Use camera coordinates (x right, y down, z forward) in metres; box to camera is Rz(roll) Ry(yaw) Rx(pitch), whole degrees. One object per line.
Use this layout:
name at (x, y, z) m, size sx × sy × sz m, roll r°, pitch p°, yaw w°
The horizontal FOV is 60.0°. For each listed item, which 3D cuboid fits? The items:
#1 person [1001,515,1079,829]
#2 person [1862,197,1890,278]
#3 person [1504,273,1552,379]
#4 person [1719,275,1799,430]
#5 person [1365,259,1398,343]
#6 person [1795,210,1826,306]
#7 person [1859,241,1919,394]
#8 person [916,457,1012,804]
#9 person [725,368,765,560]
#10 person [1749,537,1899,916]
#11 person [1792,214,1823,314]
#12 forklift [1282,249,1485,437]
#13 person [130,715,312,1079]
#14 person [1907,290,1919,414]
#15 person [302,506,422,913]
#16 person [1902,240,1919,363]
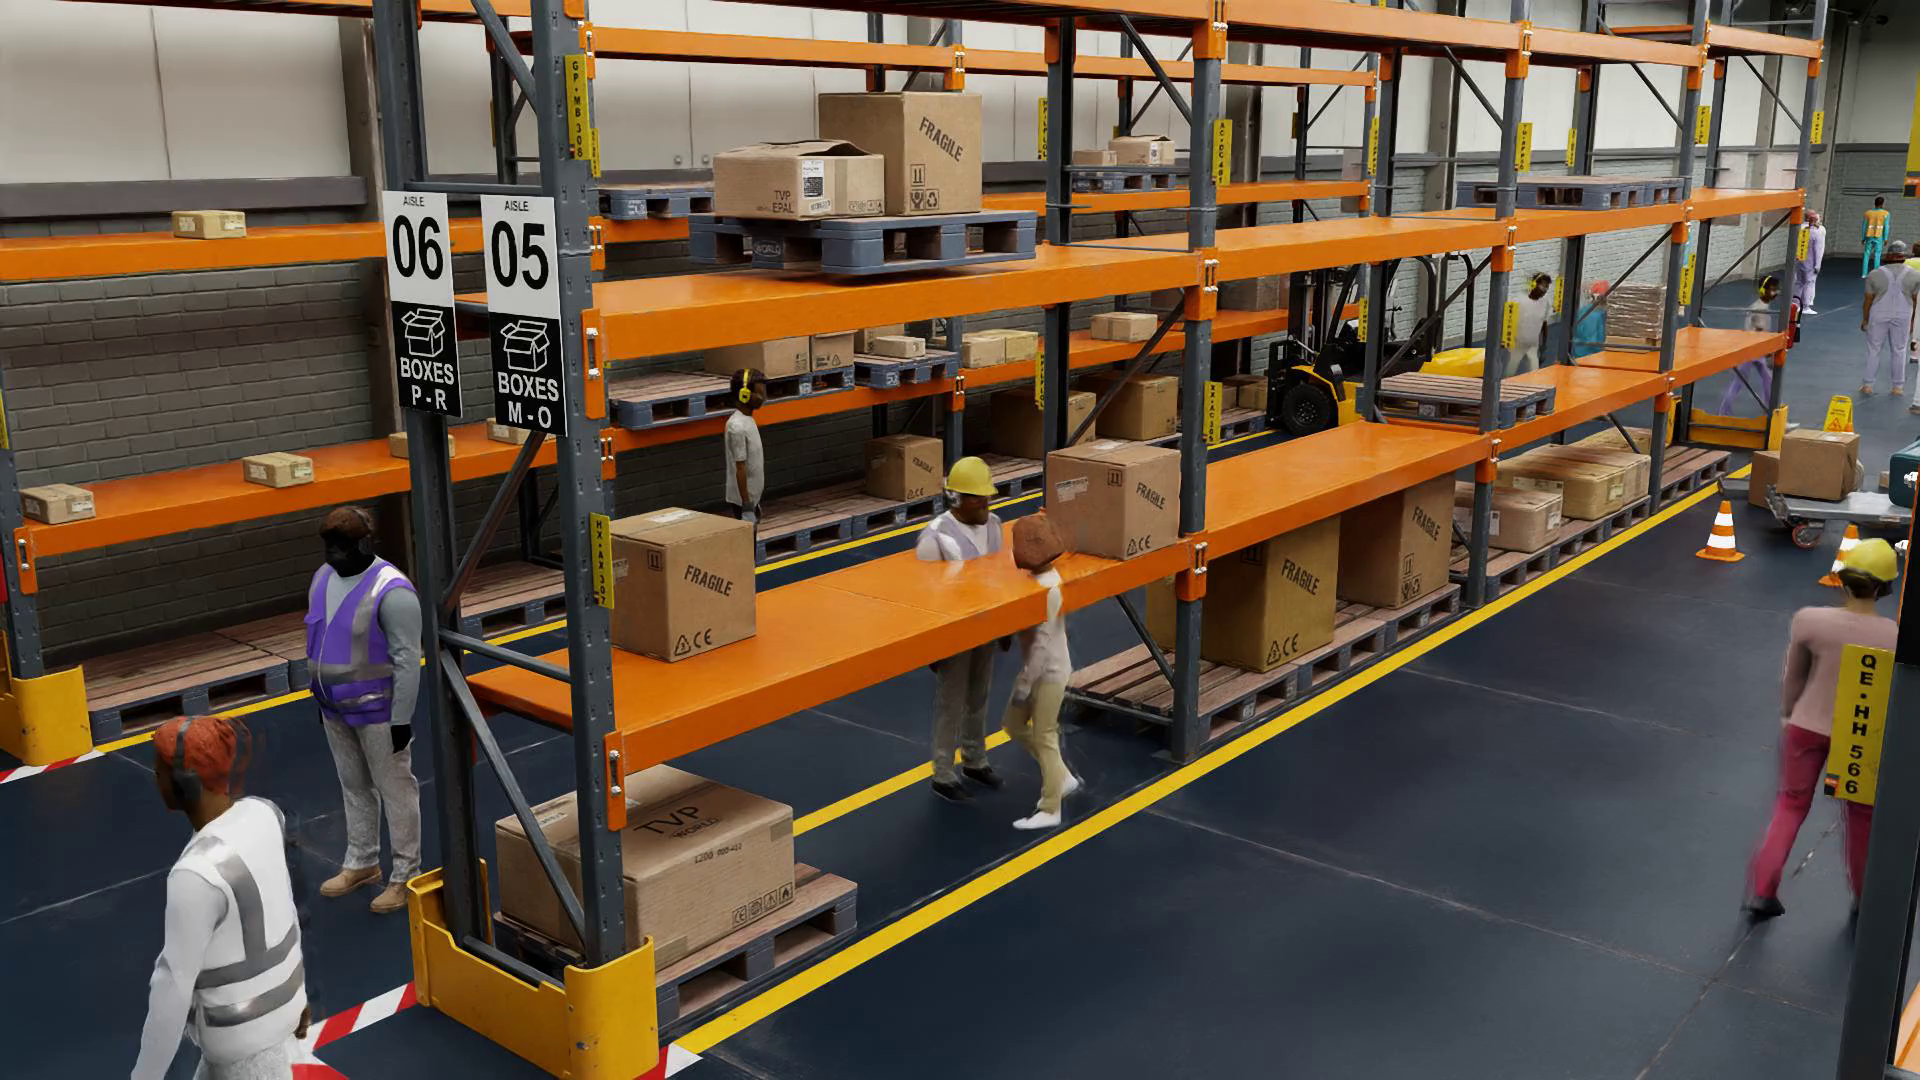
person at (0.368, 0.669, 8.228) m, size 0.353 × 1.614 × 0.496 m, roll -2°, pitch 14°, yaw -9°
person at (21.826, -7.213, 39.688) m, size 0.392 × 1.920 × 0.590 m, roll -12°, pitch 19°, yaw -41°
person at (6.635, -2.256, 19.730) m, size 0.705 × 1.811 × 0.838 m, roll -1°, pitch 14°, yaw -2°
person at (9.304, -2.140, 19.240) m, size 0.972 × 1.811 × 0.520 m, roll 10°, pitch 17°, yaw 36°
person at (5.504, -2.780, 21.755) m, size 0.521 × 1.865 × 0.335 m, roll -6°, pitch 15°, yaw -24°
person at (16.964, -5.656, 33.371) m, size 0.636 × 1.911 × 0.404 m, roll 4°, pitch 14°, yaw 16°
person at (12.370, -2.967, 22.148) m, size 0.672 × 2.000 × 0.536 m, roll 6°, pitch 15°, yaw 22°
person at (0.037, 0.459, 8.658) m, size 0.404 × 1.825 × 0.597 m, roll 12°, pitch 18°, yaw 39°
person at (-1.445, -0.252, 11.454) m, size 0.328 × 1.870 × 0.510 m, roll -1°, pitch 14°, yaw -5°
person at (3.852, 0.837, 7.264) m, size 0.539 × 1.752 × 0.669 m, roll 13°, pitch 19°, yaw 42°
person at (16.302, -5.295, 31.929) m, size 0.400 × 1.899 × 0.648 m, roll -2°, pitch 14°, yaw -9°
forklift at (4.886, -2.214, 18.767) m, size 2.313 × 2.155 × 1.214 m, roll 11°, pitch 18°, yaw 38°
person at (-2.204, 1.398, 4.792) m, size 0.942 × 1.843 × 0.580 m, roll -2°, pitch 14°, yaw -7°
person at (12.061, -2.491, 20.539) m, size 0.575 × 1.882 × 0.355 m, roll 3°, pitch 14°, yaw 13°
person at (-2.672, 0.747, 7.440) m, size 0.626 × 1.843 × 0.429 m, roll 8°, pitch 16°, yaw 31°
person at (14.388, -3.598, 25.118) m, size 0.388 × 1.847 × 0.563 m, roll -10°, pitch 17°, yaw -35°
